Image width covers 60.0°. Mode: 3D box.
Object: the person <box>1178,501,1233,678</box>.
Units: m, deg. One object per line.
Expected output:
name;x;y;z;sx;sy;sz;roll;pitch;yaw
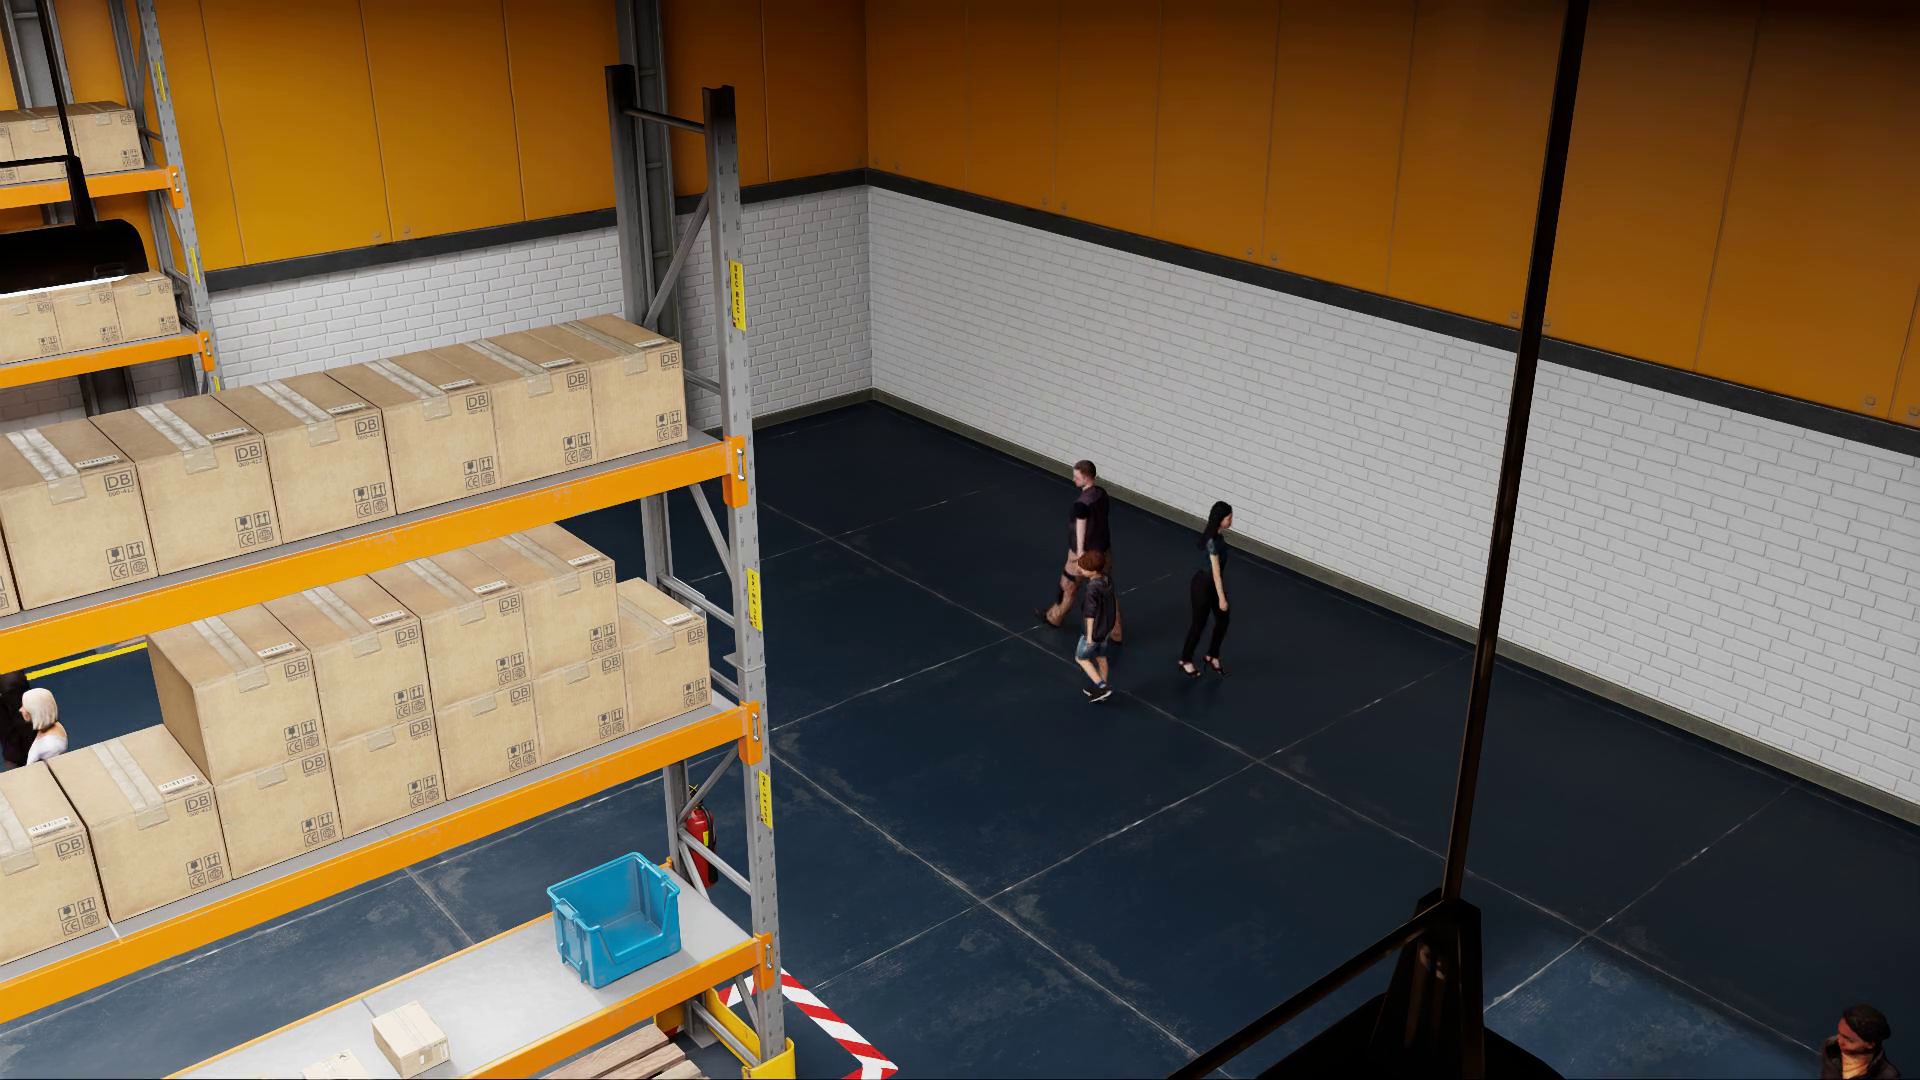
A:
person;2.095;0.448;14.665;0.791;1.717;0.734;7;24;15

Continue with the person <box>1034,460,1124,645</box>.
person;1.282;0.154;15.251;0.986;1.786;1.156;17;29;34

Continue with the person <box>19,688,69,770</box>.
person;-6.211;1.796;11.538;0.580;1.751;0.612;-11;26;-24

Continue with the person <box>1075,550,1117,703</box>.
person;1.222;0.762;14.290;0.667;1.441;0.569;19;30;36

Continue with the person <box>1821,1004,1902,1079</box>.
person;4.577;3.109;8.644;0.659;1.664;0.589;-16;28;-32
